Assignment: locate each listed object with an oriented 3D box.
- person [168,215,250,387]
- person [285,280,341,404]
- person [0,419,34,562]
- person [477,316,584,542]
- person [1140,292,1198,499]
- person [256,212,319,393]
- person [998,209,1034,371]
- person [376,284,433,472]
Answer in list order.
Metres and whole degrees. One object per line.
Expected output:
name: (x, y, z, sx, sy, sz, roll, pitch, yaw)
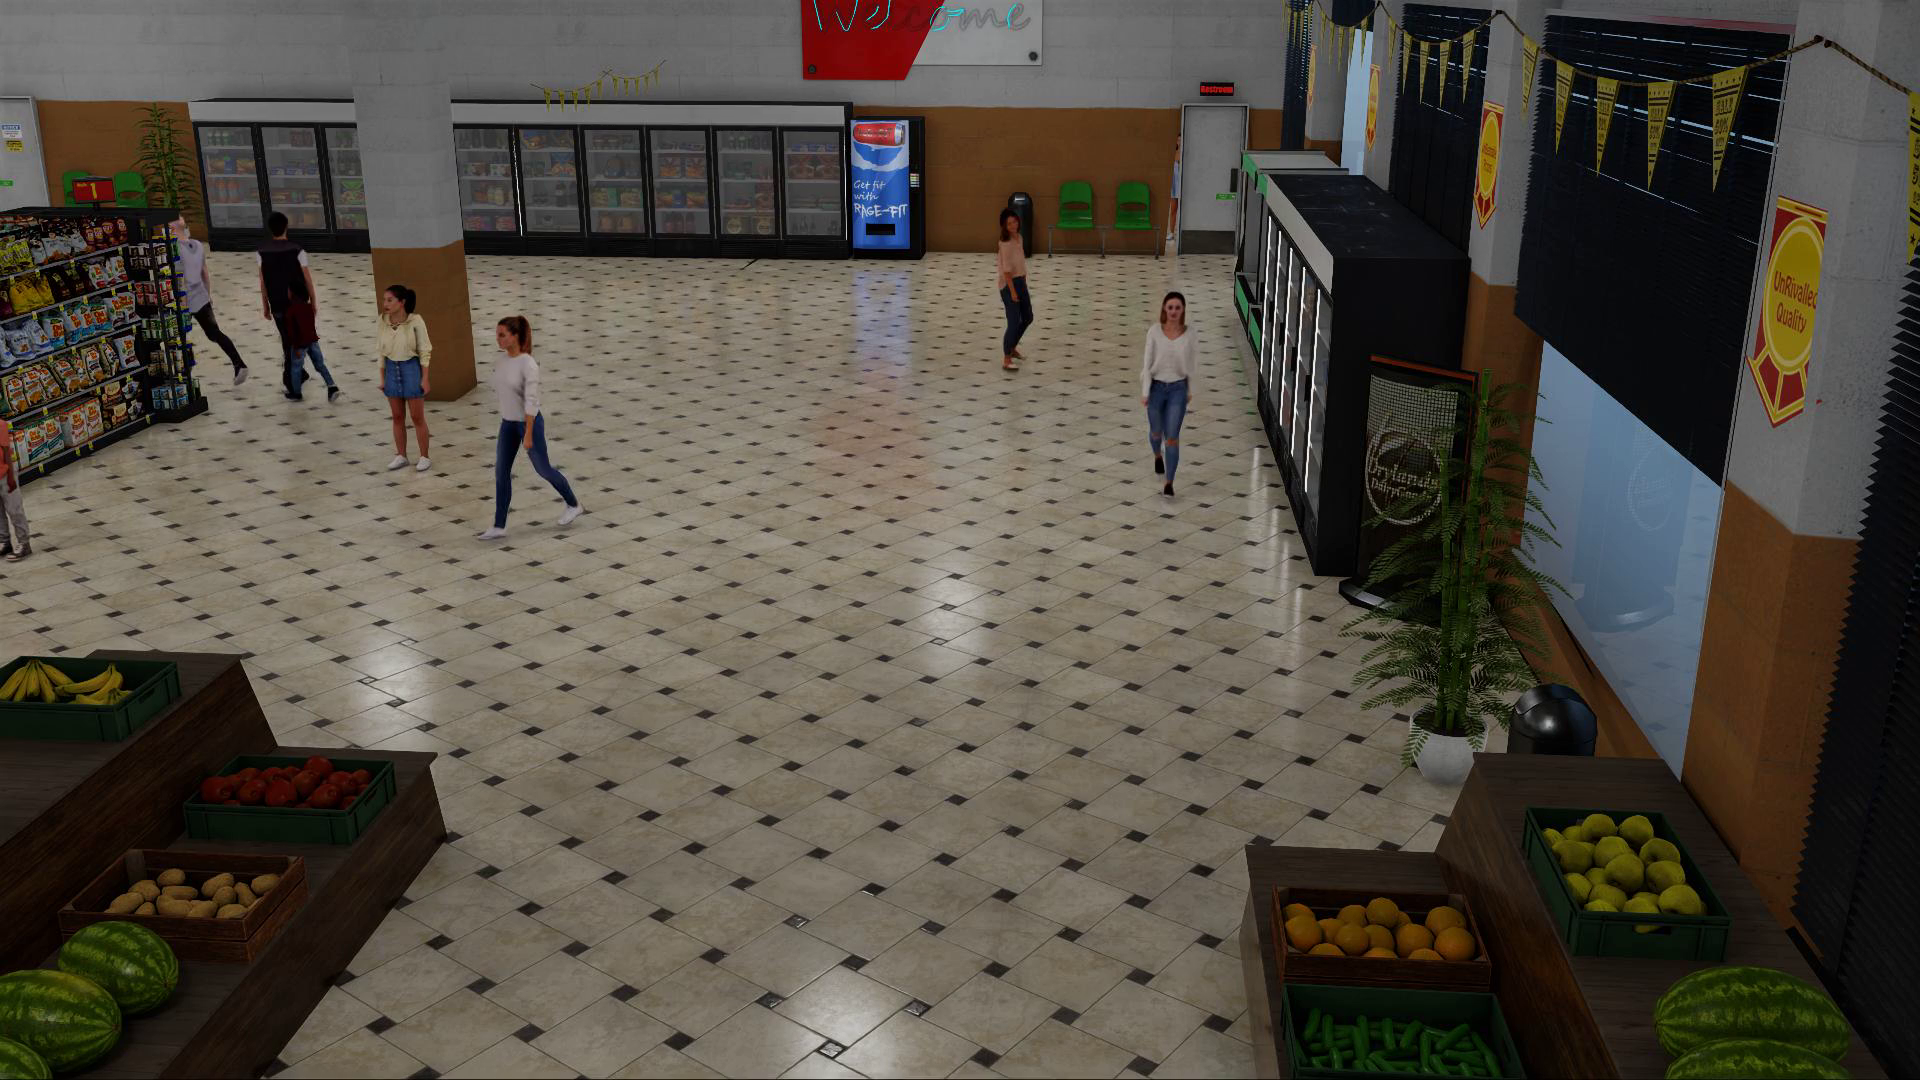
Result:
person: (-7.861, -2.427, 17.178, 0.945, 1.795, 1.253, 7, 20, 19)
person: (-6.538, -1.986, 16.725, 0.795, 1.251, 0.874, 11, 21, 29)
person: (-7.069, -0.497, 12.216, 0.475, 1.310, 0.478, 2, 19, 7)
person: (-3.248, -0.846, 12.672, 1.060, 1.679, 1.219, 15, 24, 38)
person: (1.708, -1.223, 13.828, 0.621, 1.656, 1.098, 2, 19, 7)
person: (-6.908, -2.389, 17.039, 0.815, 1.813, 1.210, -1, 19, -4)
person: (0.580, -2.723, 18.121, 0.881, 1.756, 0.700, 6, 20, 18)
person: (-4.815, -1.417, 14.440, 0.649, 1.631, 0.566, 3, 19, 10)
